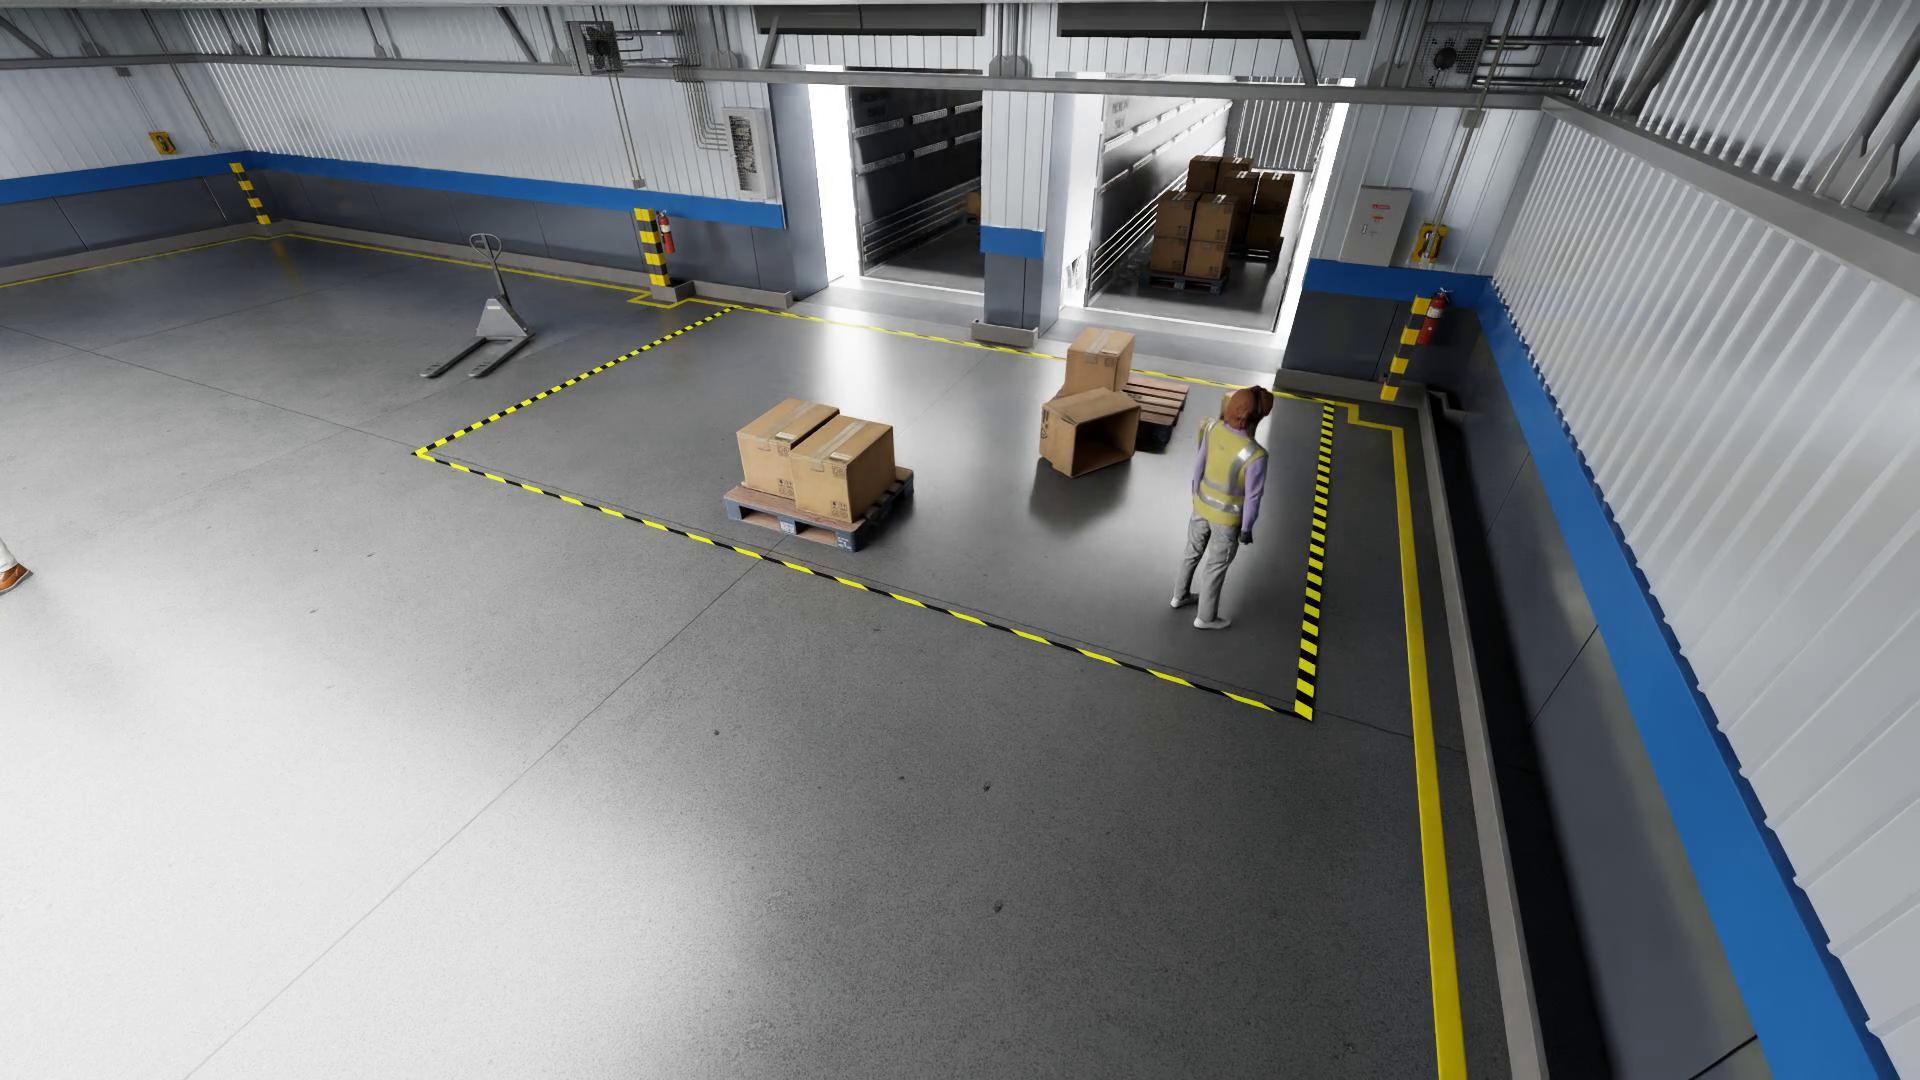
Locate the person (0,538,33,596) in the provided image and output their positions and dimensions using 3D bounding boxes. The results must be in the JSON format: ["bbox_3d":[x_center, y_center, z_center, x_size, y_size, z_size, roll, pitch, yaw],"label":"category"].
[{"bbox_3d":[-6.875,-0.451,4.643,0.613,1.945,0.402,0,35,0],"label":"person"}]

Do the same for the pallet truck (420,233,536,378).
[{"bbox_3d":[-5.664,-2.712,8.427,0.680,1.201,1.601,0,35,-1],"label":"pallet truck"}]

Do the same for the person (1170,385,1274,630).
[{"bbox_3d":[1.602,-0.167,4.508,0.309,1.638,0.522,-14,38,-19],"label":"person"}]
